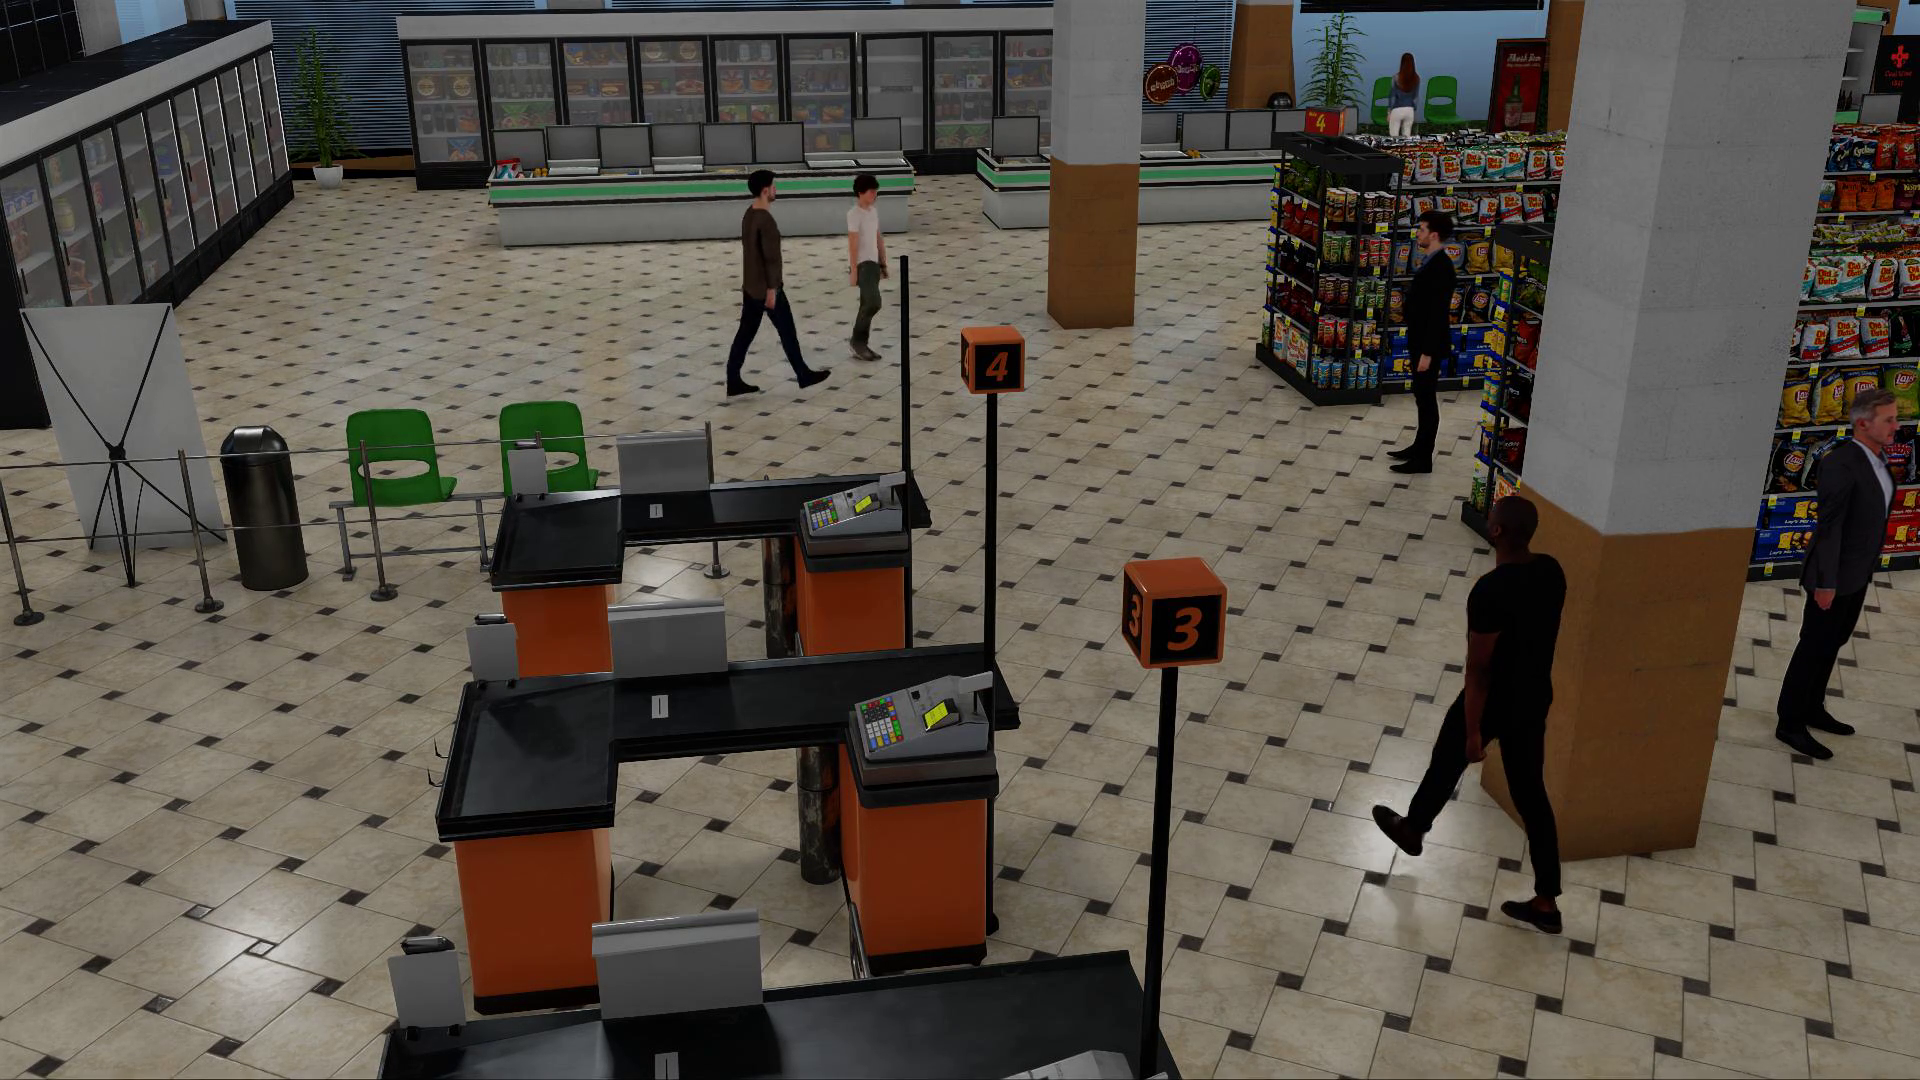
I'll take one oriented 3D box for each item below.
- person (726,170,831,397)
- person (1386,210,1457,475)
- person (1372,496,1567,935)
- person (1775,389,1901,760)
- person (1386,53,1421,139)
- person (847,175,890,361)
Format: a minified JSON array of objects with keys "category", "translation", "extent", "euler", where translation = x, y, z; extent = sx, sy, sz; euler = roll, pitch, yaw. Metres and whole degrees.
[{"category":"person","translation":[-1.674,-2.031,13.524],"extent":[1.243,1.839,0.955],"euler":[-13,25,-30]},{"category":"person","translation":[3.356,-1.418,11.927],"extent":[0.724,1.891,0.772],"euler":[4,22,9]},{"category":"person","translation":[2.269,0.743,6.721],"extent":[1.269,1.762,0.996],"euler":[-12,25,-28]},{"category":"person","translation":[4.312,0.134,8.131],"extent":[0.874,1.841,0.769],"euler":[20,29,40]},{"category":"person","translation":[6.343,-6.103,23.846],"extent":[0.458,1.699,0.659],"euler":[-5,22,-11]},{"category":"person","translation":[-0.904,-2.408,14.723],"extent":[0.746,1.644,0.695],"euler":[11,24,25]}]
